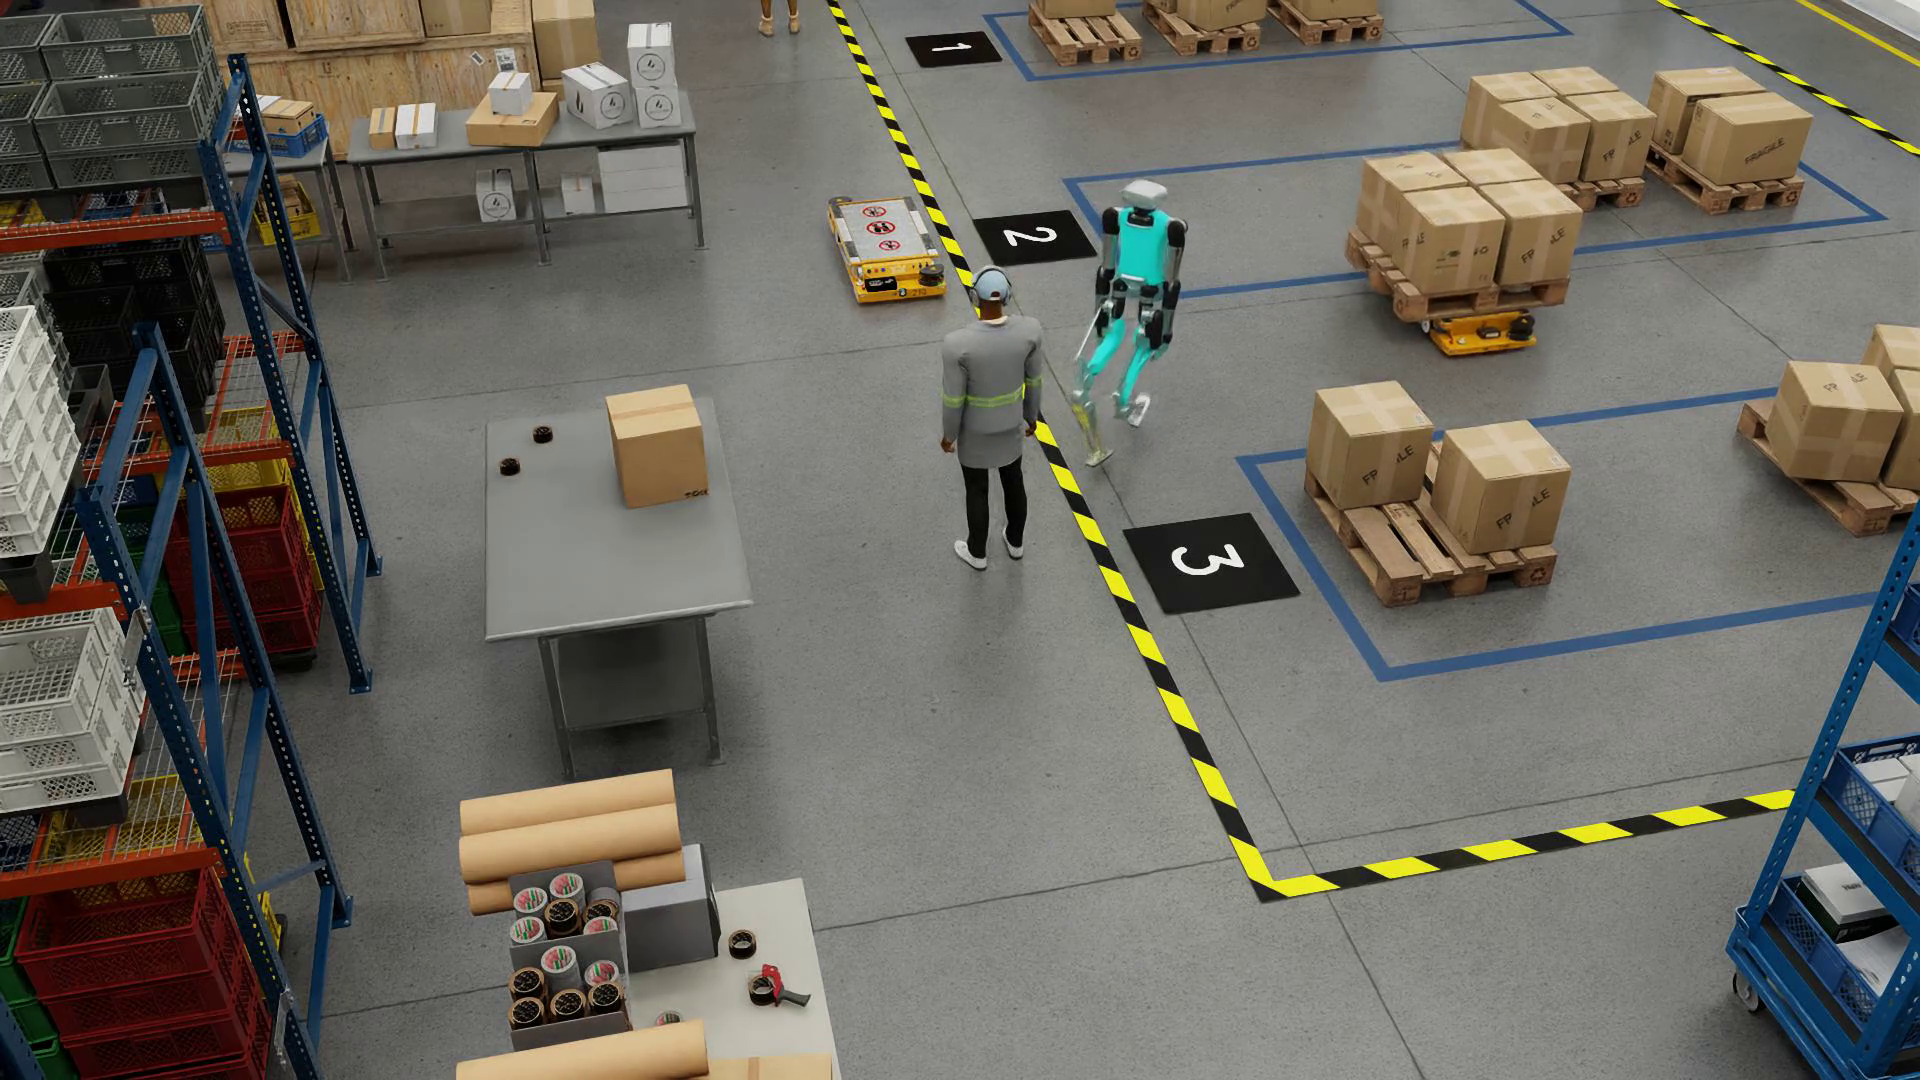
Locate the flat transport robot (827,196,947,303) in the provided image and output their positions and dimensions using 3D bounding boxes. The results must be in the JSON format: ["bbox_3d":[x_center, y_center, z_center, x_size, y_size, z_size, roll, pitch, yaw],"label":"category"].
[{"bbox_3d":[-0.570,-2.220,12.538,0.659,0.231,1.431,-8,37,-10],"label":"flat transport robot"}]

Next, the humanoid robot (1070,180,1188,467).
[{"bbox_3d":[0.950,-1.208,9.959,0.553,1.709,1.018,18,40,23],"label":"humanoid robot"}]

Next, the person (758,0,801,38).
[{"bbox_3d":[-1.821,-5.877,15.969,0.608,2.042,0.394,-8,37,-11],"label":"person"}]

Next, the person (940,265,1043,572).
[{"bbox_3d":[0.156,-0.670,9.128,0.597,1.850,0.396,-14,39,-19],"label":"person"}]

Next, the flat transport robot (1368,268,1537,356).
[{"bbox_3d":[3.499,-1.777,11.919,0.652,0.197,1.431,-8,37,-10],"label":"flat transport robot"}]
